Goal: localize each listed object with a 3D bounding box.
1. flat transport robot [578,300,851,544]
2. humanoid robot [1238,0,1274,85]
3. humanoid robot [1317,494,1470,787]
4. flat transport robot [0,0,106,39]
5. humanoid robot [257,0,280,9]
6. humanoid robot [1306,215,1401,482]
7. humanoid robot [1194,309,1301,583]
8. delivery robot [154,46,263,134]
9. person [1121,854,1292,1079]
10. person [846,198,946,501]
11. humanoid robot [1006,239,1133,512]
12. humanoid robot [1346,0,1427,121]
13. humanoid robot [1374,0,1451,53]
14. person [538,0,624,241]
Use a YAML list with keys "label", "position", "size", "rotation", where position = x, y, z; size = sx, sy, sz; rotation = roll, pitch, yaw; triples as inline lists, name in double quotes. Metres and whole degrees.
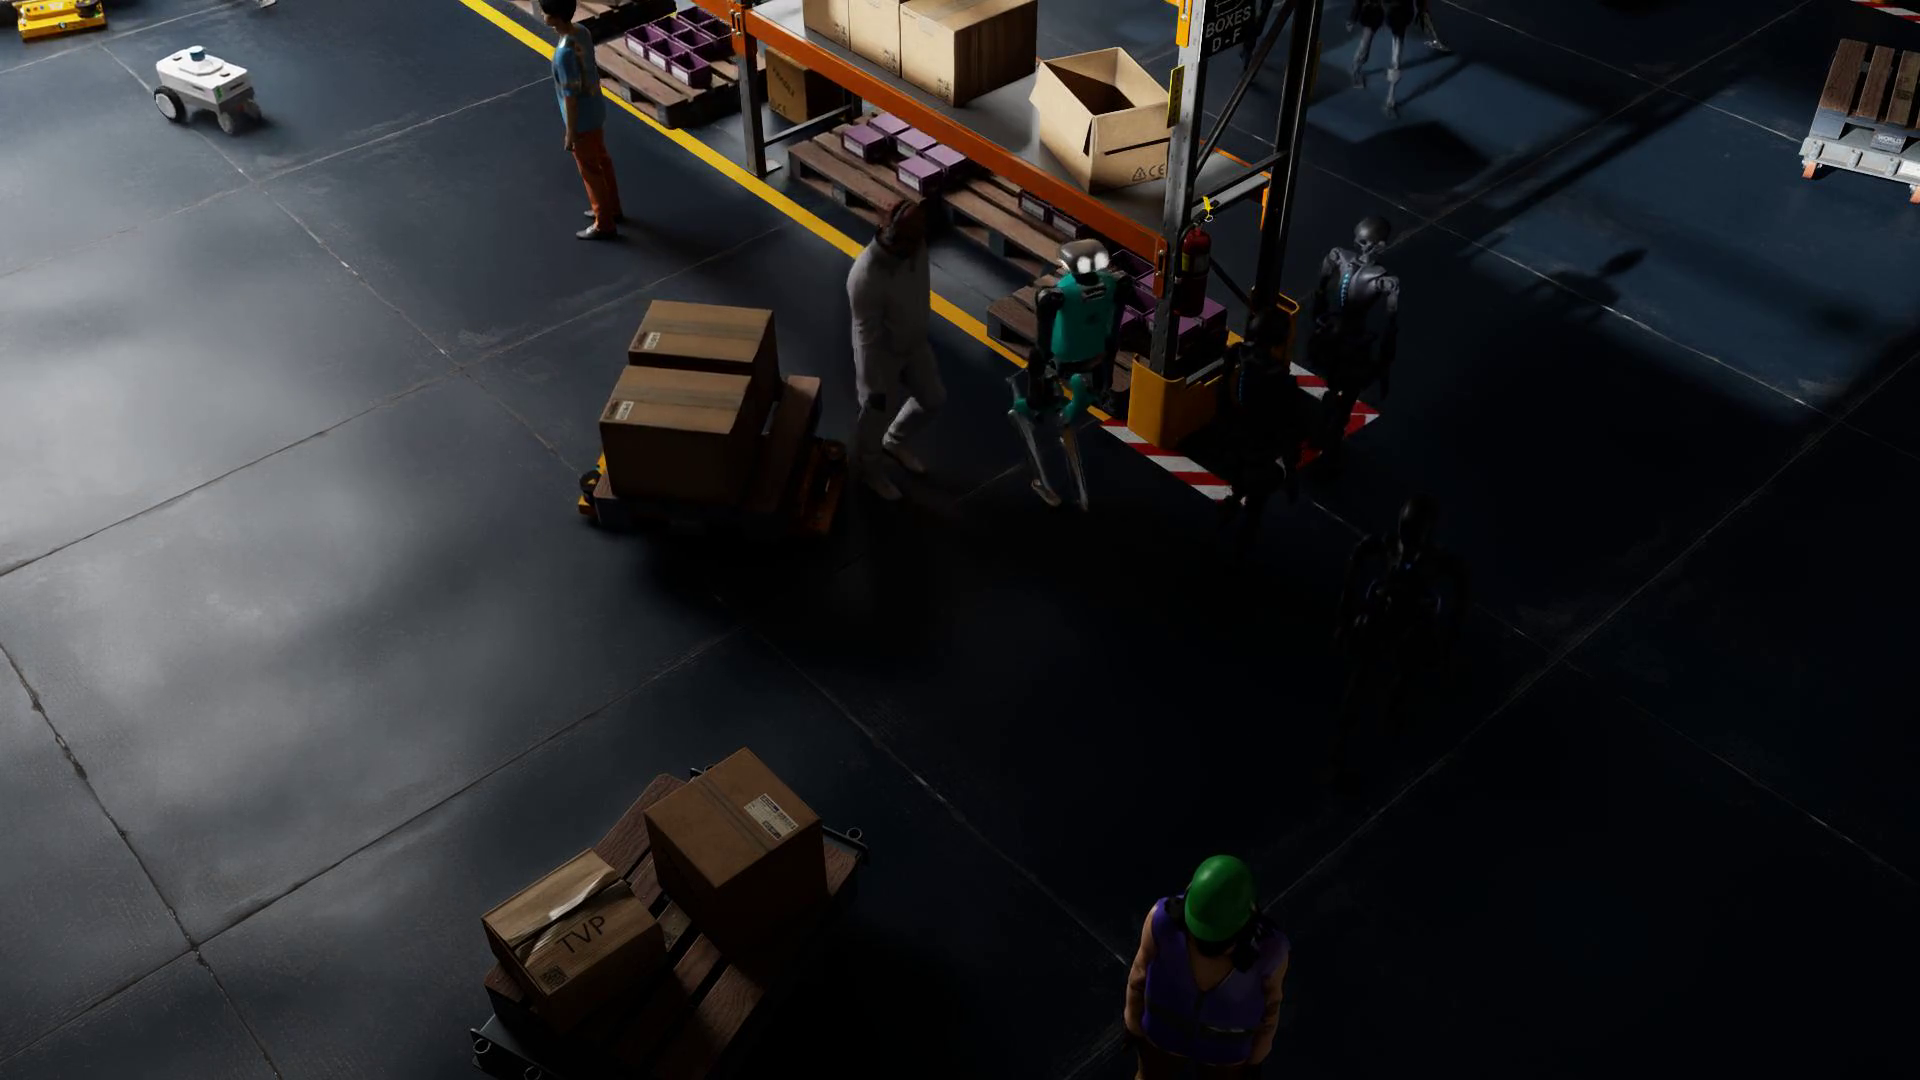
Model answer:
- label: "flat transport robot"
  position: [-1.389, -0.349, 9.475]
  size: [1.431, 0.231, 0.659]
  rotation: [6, 43, 6]
- label: "humanoid robot"
  position: [2.380, -4.364, 12.821]
  size: [0.611, 1.636, 0.654]
  rotation: [-12, 44, -13]
- label: "humanoid robot"
  position: [2.000, 0.453, 7.581]
  size: [0.598, 1.631, 0.713]
  rotation: [16, 45, 17]
- label: "flat transport robot"
  position: [-7.736, -4.709, 14.217]
  size: [0.659, 0.231, 1.431]
  rotation: [-18, 46, -19]
- label: "humanoid robot"
  position: [-6.191, -5.185, 13.652]
  size: [1.021, 1.735, 0.549]
  rotation: [12, 44, 13]
- label: "humanoid robot"
  position: [2.152, -1.065, 9.212]
  size: [0.411, 1.645, 0.596]
  rotation: [-31, 51, -29]
- label: "humanoid robot"
  position: [1.472, -0.457, 8.549]
  size: [0.389, 1.647, 0.603]
  rotation: [-25, 48, -25]
- label: "delivery robot"
  position: [-5.718, -3.457, 12.633]
  size: [0.757, 0.580, 0.499]
  rotation: [22, 47, 22]
- label: "person"
  position: [0.854, 1.746, 5.969]
  size: [0.540, 1.931, 0.404]
  rotation: [11, 44, 12]
- label: "person"
  position: [-0.360, -1.021, 9.016]
  size: [0.461, 1.882, 0.712]
  rotation: [25, 48, 25]
- label: "humanoid robot"
  position: [0.522, -0.914, 9.003]
  size: [0.557, 1.789, 0.683]
  rotation: [-18, 46, -19]
- label: "humanoid robot"
  position: [3.216, -4.049, 12.496]
  size: [0.586, 1.635, 0.762]
  rotation: [-2, 43, -2]
- label: "humanoid robot"
  position: [3.626, -4.809, 13.255]
  size: [0.554, 1.762, 0.973]
  rotation: [-32, 52, -30]
- label: "person"
  position: [-2.518, -2.822, 11.065]
  size: [0.315, 1.758, 0.485]
  rotation: [2, 43, 2]
